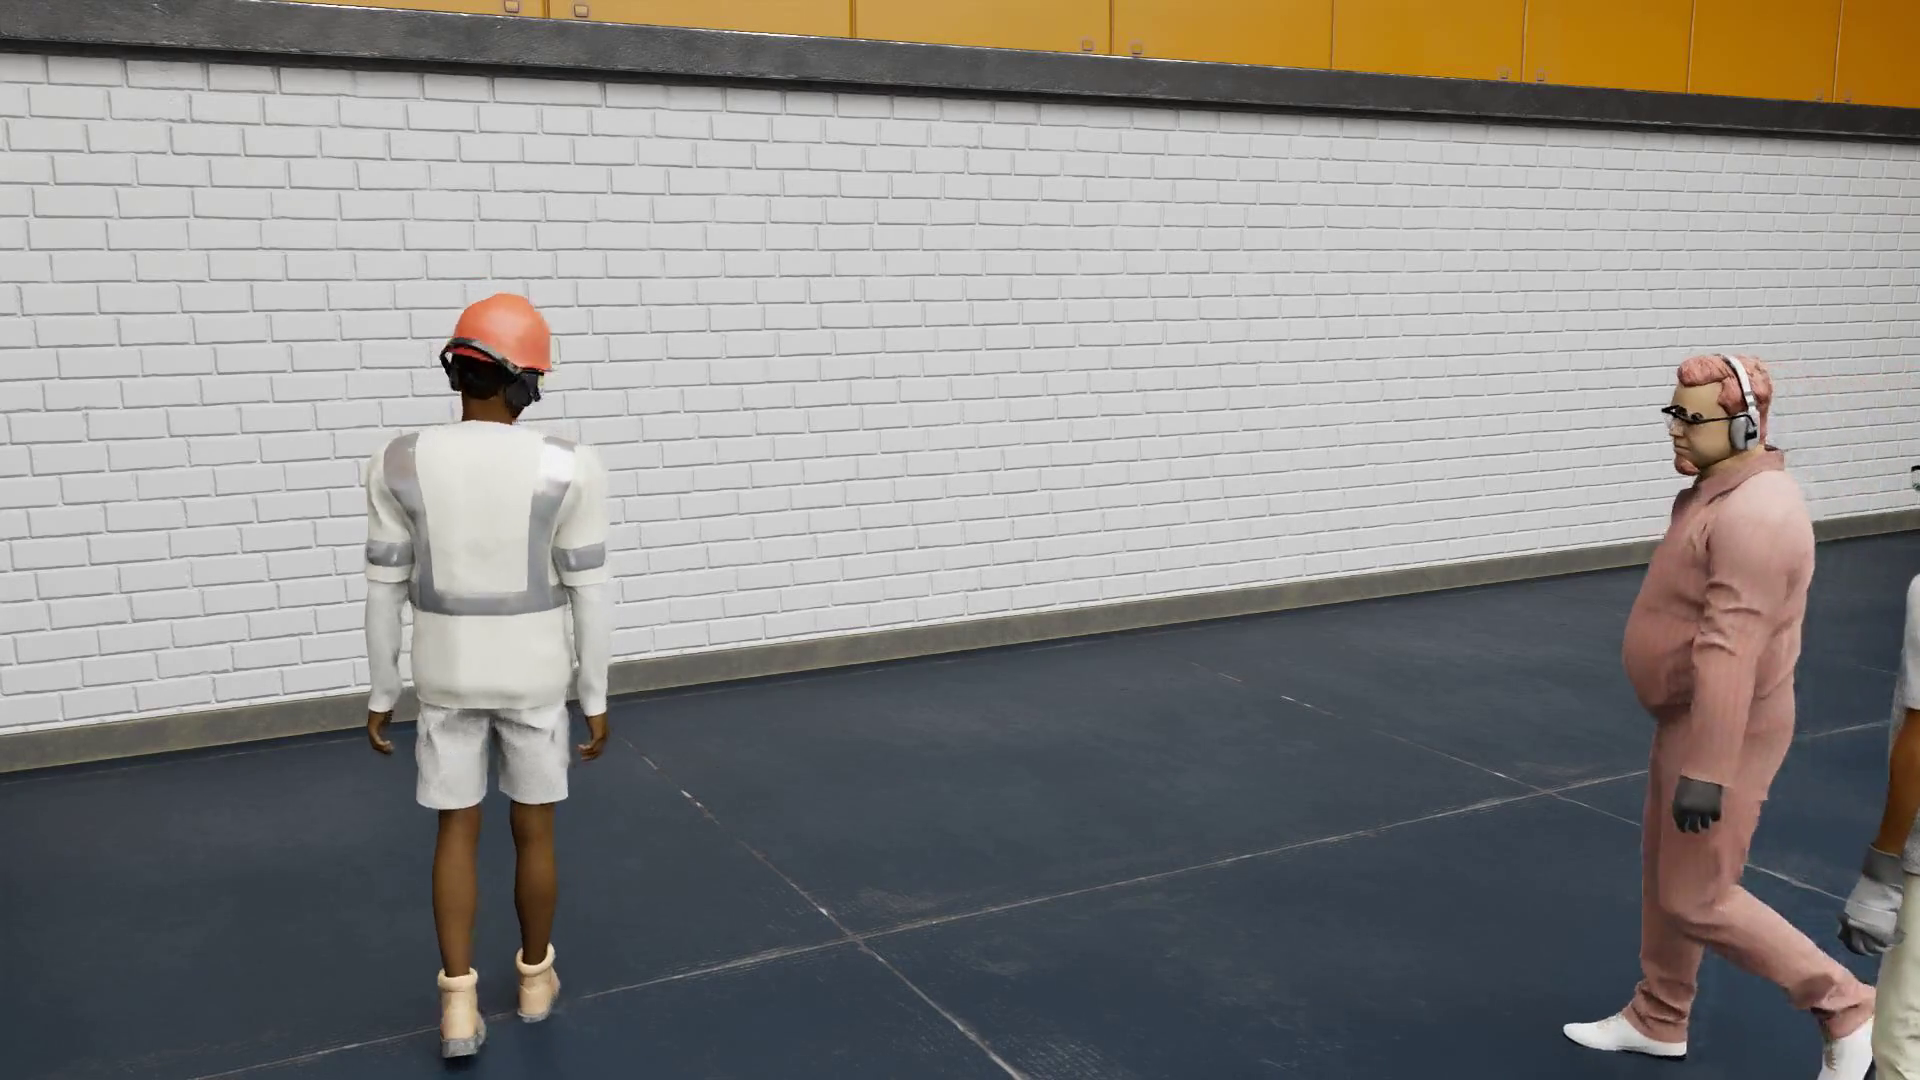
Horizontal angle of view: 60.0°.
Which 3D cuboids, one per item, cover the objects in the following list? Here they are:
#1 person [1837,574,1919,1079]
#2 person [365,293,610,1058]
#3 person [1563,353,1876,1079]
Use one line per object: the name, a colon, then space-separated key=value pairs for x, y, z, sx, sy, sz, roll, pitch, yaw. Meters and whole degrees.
person: x=1.971 y=0.638 z=3.318 sx=0.537 sy=1.854 sz=0.344 roll=-6 pitch=11 yaw=-29
person: x=-1.256 y=0.368 z=4.454 sx=0.662 sy=2.022 sz=0.629 roll=-1 pitch=10 yaw=-7
person: x=1.937 y=0.482 z=4.102 sx=0.662 sy=1.890 sz=0.673 roll=3 pitch=10 yaw=18
